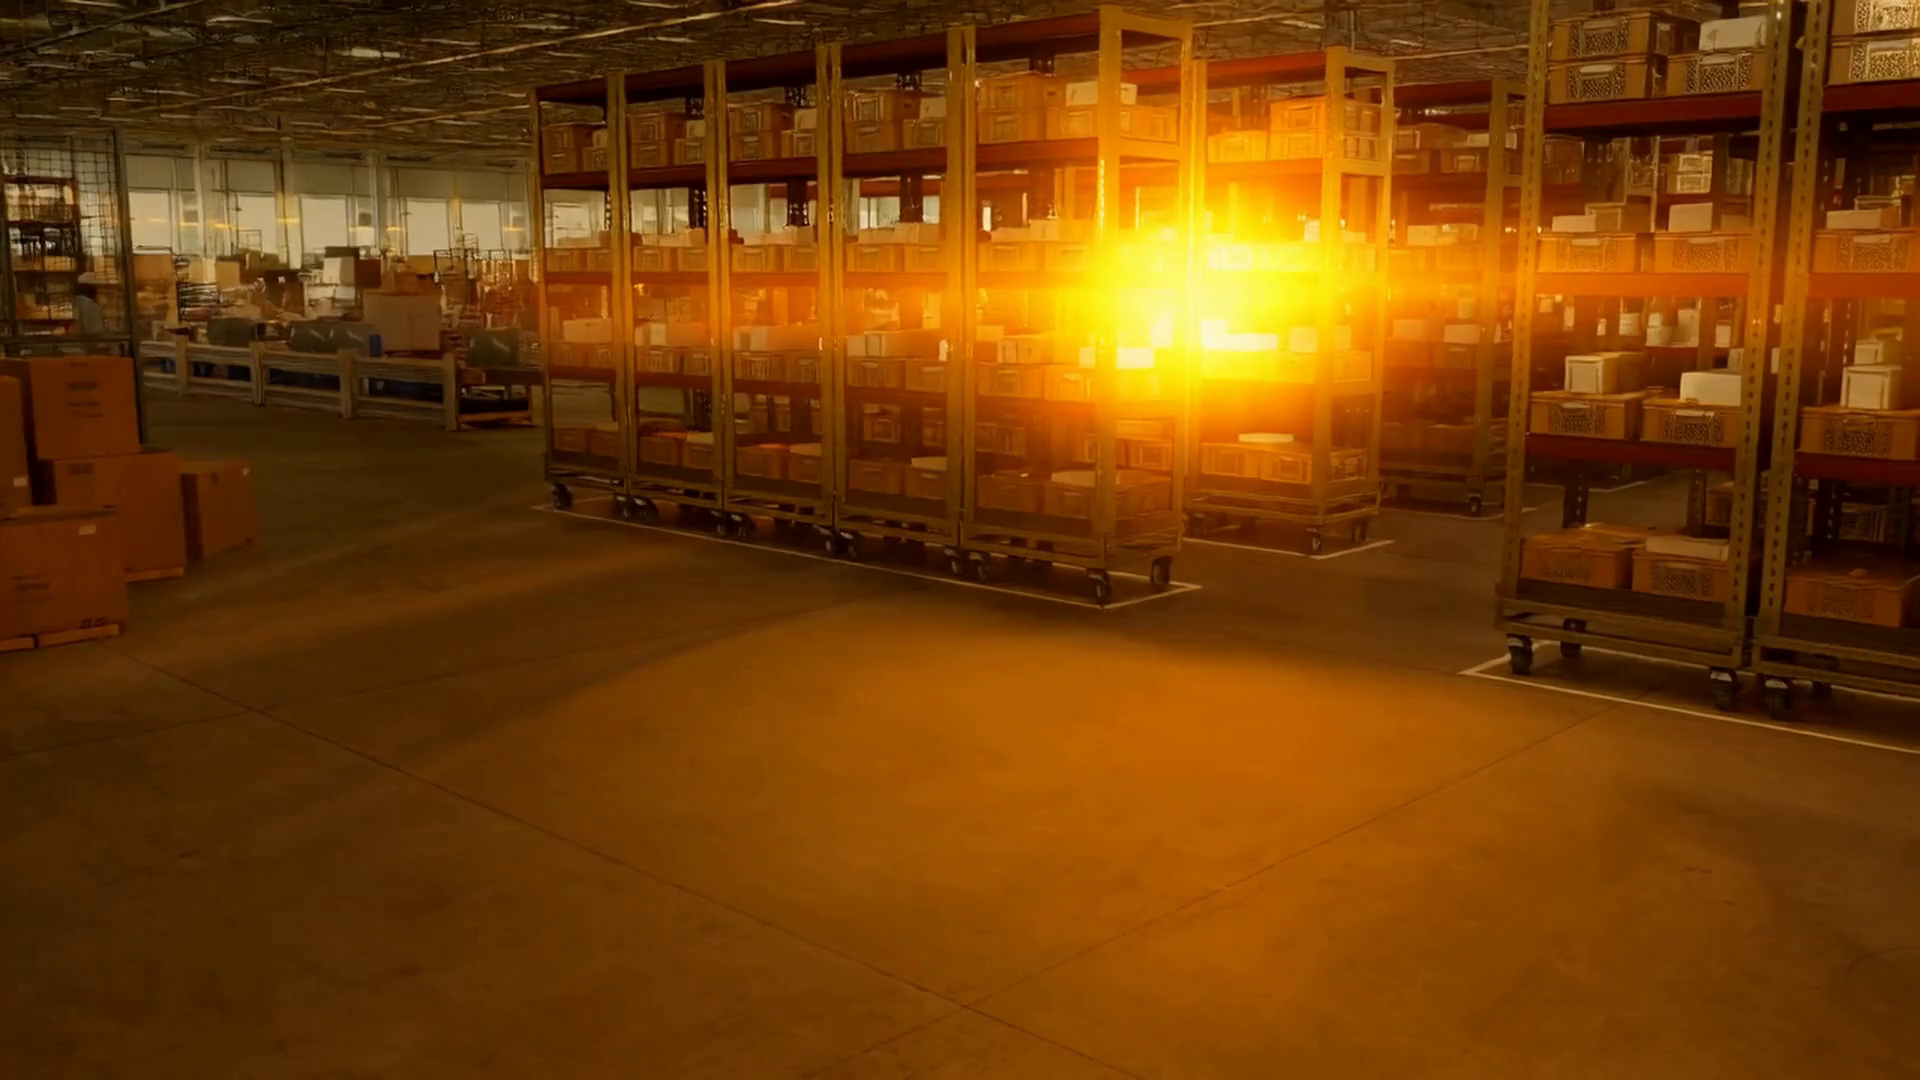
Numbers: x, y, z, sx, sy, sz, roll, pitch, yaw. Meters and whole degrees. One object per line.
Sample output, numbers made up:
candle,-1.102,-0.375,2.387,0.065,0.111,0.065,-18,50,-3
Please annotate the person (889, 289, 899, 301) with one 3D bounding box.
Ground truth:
person,-2.351,-8.648,59.689,0.388,1.996,0.618,4,10,21

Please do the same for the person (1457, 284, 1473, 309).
person,13.973,-6.363,46.220,0.600,1.813,0.651,-9,13,-43

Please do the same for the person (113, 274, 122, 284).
person,-37.171,-10.839,73.602,0.434,1.831,0.622,0,9,3

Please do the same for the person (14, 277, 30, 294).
person,-29.921,-7.542,53.120,0.542,1.928,0.399,-7,12,-39

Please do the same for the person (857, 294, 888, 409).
person,-1.088,-1.958,19.308,0.933,1.787,0.586,-8,12,-39

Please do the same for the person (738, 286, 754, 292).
person,-8.623,-9.872,67.041,0.688,2.000,0.983,0,9,3

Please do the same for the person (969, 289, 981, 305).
person,0.462,-7.691,54.939,0.525,1.620,0.374,-7,11,-36

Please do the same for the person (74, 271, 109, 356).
person,-13.247,-3.083,25.450,0.424,2.028,0.644,0,9,-2

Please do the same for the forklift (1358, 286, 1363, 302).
forklift,11.100,-7.017,46.970,1.873,2.768,1.129,9,13,43

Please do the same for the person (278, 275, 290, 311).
person,-24.921,-8.830,61.251,0.526,1.845,0.650,7,11,36

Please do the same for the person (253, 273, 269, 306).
person,-26.016,-8.999,62.048,0.649,1.919,0.570,5,11,29

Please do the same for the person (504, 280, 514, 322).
person,-15.794,-8.256,58.217,0.537,1.693,0.320,6,11,34

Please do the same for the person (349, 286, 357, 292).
person,-24.832,-9.983,68.095,0.587,1.920,0.394,8,12,41

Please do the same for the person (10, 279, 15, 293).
person,-41.364,-10.708,72.478,0.403,1.938,0.602,-7,12,-36

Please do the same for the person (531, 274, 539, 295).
person,-15.831,-8.979,62.095,0.535,1.868,0.309,7,12,38
